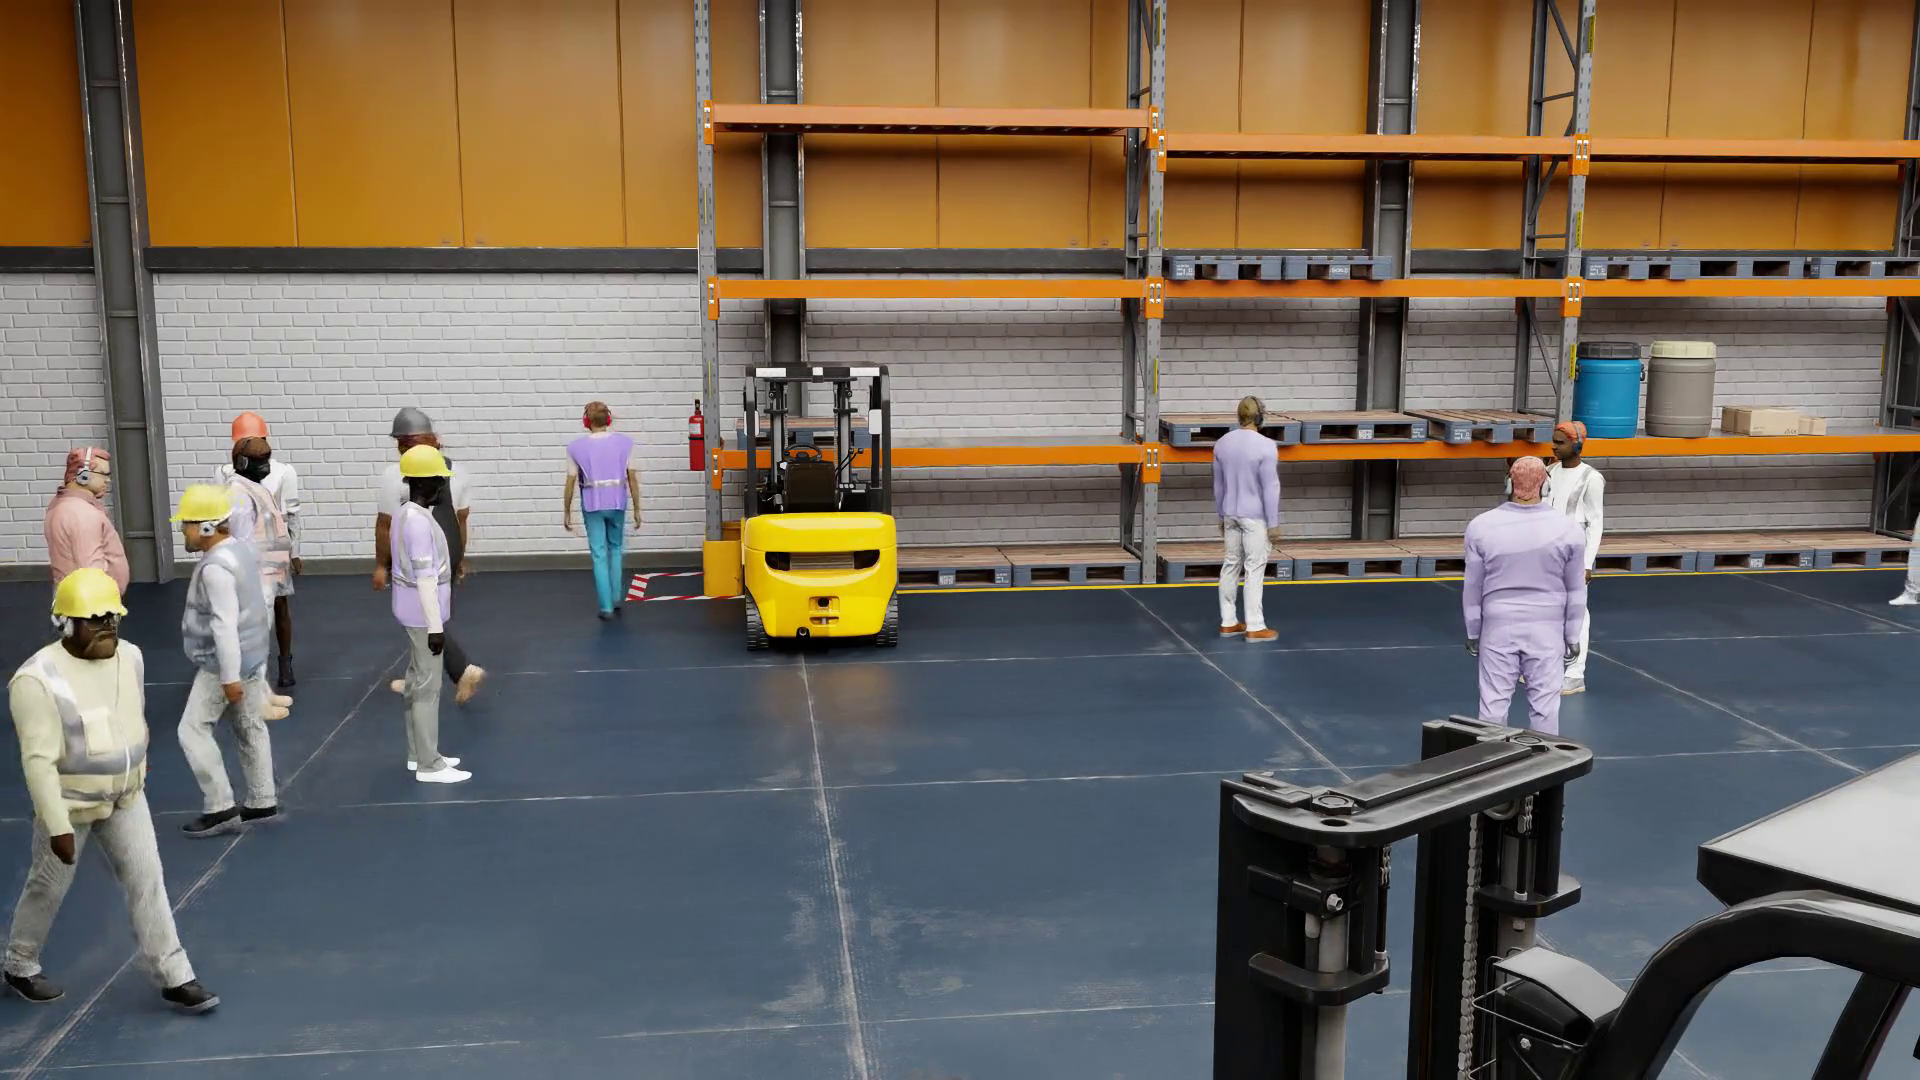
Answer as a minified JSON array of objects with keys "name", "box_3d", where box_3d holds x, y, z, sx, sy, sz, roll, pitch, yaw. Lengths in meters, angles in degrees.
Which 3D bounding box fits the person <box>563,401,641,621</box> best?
[{"name":"person","box_3d":[-3.028,-0.255,13.974,0.612,1.818,0.699,-4,10,-26]}]

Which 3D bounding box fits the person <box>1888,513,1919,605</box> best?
[{"name":"person","box_3d":[8.558,-0.256,14.384,0.778,1.705,0.519,0,9,-3]}]

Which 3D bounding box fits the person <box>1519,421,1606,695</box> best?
[{"name":"person","box_3d":[4.170,0.117,11.485,0.353,1.883,0.578,-3,10,-19]}]

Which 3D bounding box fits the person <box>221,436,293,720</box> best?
[{"name":"person","box_3d":[-4.578,0.242,10.843,0.429,1.839,0.633,-3,9,-15]}]

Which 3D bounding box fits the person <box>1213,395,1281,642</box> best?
[{"name":"person","box_3d":[2.261,-0.167,13.085,0.355,1.937,0.634,-7,11,-37]}]

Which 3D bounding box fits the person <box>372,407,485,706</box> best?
[{"name":"person","box_3d":[-3.548,0.093,11.138,0.892,2.000,0.682,4,10,25]}]

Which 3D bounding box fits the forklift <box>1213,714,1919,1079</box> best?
[{"name":"forklift","box_3d":[1.441,1.425,2.350,1.214,2.155,2.313,-7,12,-39]}]

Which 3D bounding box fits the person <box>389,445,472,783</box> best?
[{"name":"person","box_3d":[-3.031,0.418,9.466,0.367,1.927,0.587,-5,10,-26]}]

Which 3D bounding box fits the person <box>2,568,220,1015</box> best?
[{"name":"person","box_3d":[-3.409,0.977,6.458,0.944,1.781,0.616,4,10,22]}]

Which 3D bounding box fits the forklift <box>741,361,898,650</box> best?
[{"name":"forklift","box_3d":[-1.154,-0.340,13.365,1.214,2.155,2.313,-1,9,-7]}]

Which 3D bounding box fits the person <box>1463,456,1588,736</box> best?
[{"name":"person","box_3d":[3.069,0.492,9.076,0.642,1.906,0.410,4,10,21]}]

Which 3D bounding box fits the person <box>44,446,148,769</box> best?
[{"name":"person","box_3d":[-5.010,0.408,9.618,0.400,1.900,0.643,-8,12,-40]}]

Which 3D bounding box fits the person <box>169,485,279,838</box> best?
[{"name":"person","box_3d":[-3.842,0.616,8.577,0.565,1.812,0.607,-1,9,-9]}]

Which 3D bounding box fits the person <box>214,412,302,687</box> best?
[{"name":"person","box_3d":[-4.868,0.079,11.553,0.551,1.934,0.373,-2,9,-15]}]
